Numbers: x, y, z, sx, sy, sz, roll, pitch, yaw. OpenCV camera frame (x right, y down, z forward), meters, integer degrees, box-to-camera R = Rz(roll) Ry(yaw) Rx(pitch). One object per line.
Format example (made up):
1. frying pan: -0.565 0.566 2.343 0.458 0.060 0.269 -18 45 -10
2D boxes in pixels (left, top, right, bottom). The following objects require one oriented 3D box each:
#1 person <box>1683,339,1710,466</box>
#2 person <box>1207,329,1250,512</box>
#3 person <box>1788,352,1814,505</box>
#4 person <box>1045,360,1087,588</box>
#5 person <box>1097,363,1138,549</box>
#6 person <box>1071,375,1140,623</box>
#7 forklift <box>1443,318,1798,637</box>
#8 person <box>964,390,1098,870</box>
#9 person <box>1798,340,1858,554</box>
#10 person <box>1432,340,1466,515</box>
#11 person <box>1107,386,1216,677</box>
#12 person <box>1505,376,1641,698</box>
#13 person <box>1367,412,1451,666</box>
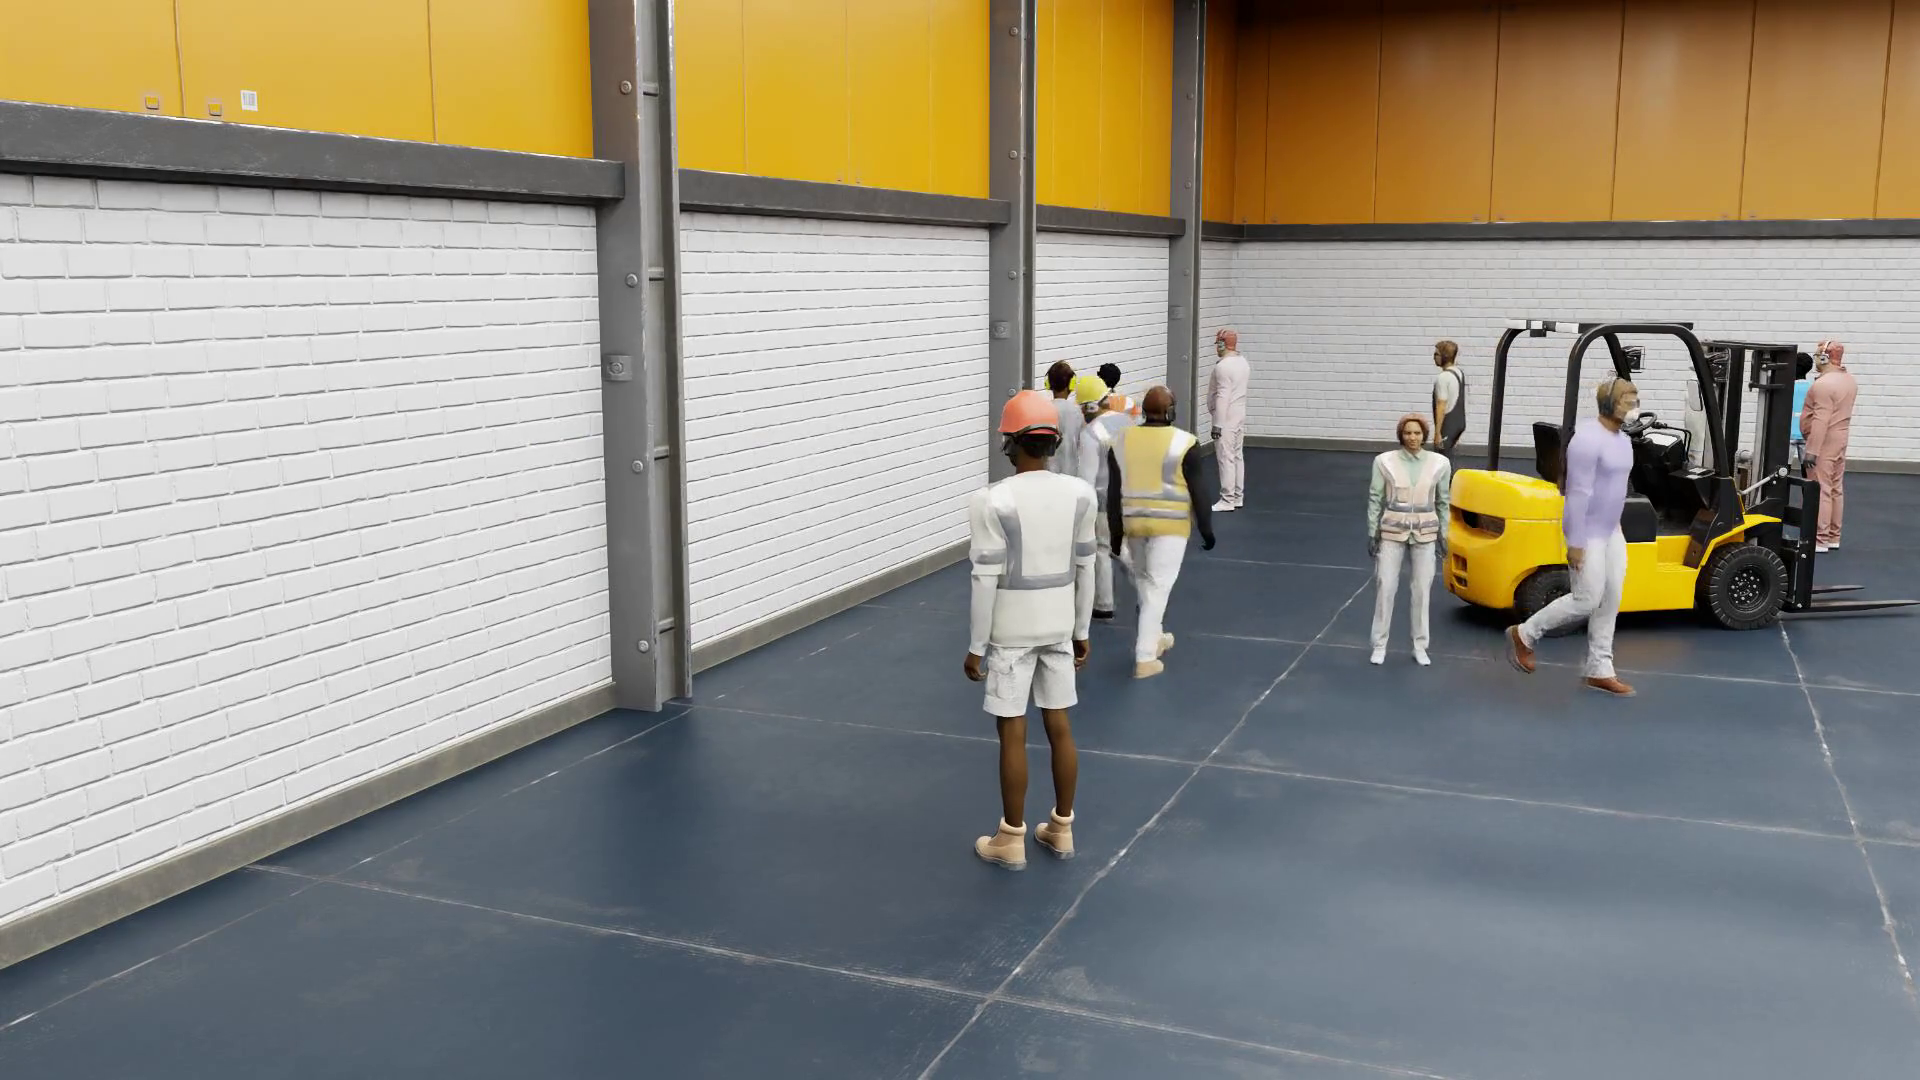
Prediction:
1. person: 6.419 -0.763 14.374 0.354 1.937 0.635 0 9 -1
2. person: 2.779 -1.248 17.420 0.401 1.904 0.648 6 11 31
3. person: 8.452 -1.044 16.802 0.532 1.698 0.319 1 9 8
4. person: 0.739 -0.395 12.369 0.535 1.864 0.309 2 10 10
5. person: 1.351 -0.753 15.065 0.531 1.694 0.320 0 9 -2
6. person: 1.081 -0.274 11.838 0.567 1.794 0.649 8 12 41
7. forklift: 4.706 -0.497 11.990 2.313 2.155 1.214 -2 10 -10
8. person: 0.288 0.384 7.109 0.615 2.043 0.373 -5 11 -29
9. person: 7.728 -0.834 14.904 0.648 1.907 0.401 -8 12 -40
10. person: 4.988 -1.104 16.784 0.674 1.828 0.514 8 12 39
11. person: 1.312 -0.073 10.608 0.638 1.801 0.900 7 11 35
12. person: 3.727 -0.029 9.974 0.645 1.921 0.691 -9 13 -42
13. person: 2.876 -0.004 10.683 0.522 1.638 0.310 1 9 7
